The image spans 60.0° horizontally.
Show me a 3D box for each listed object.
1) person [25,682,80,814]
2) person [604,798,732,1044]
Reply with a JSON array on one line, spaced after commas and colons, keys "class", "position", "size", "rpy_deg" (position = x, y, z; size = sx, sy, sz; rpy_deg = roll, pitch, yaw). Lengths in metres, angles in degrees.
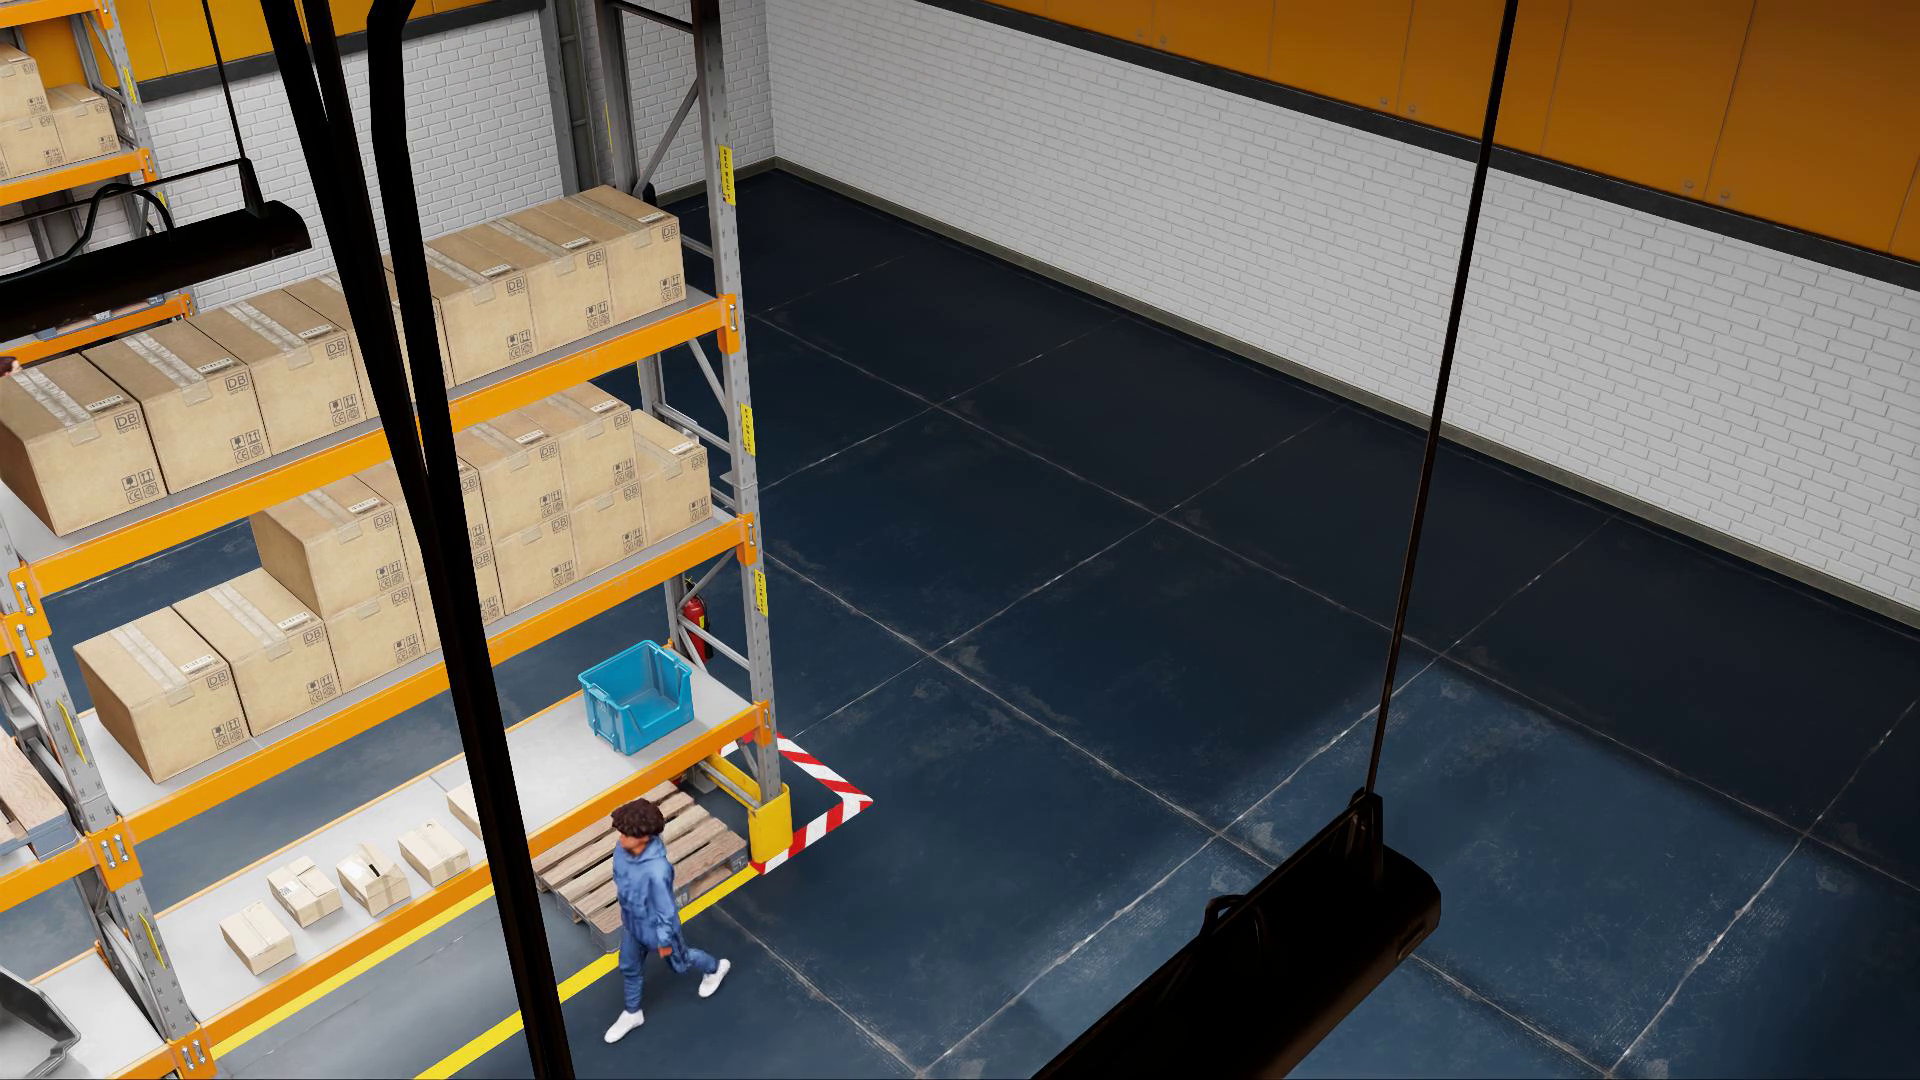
[{"class": "person", "position": [-6.550, 1.211, 11.782], "size": [0.662, 1.775, 0.664], "rpy_deg": [-10, 35, -15]}, {"class": "person", "position": [-1.819, 2.274, 10.176], "size": [1.115, 1.783, 0.710], "rpy_deg": [-27, 42, -34]}]
